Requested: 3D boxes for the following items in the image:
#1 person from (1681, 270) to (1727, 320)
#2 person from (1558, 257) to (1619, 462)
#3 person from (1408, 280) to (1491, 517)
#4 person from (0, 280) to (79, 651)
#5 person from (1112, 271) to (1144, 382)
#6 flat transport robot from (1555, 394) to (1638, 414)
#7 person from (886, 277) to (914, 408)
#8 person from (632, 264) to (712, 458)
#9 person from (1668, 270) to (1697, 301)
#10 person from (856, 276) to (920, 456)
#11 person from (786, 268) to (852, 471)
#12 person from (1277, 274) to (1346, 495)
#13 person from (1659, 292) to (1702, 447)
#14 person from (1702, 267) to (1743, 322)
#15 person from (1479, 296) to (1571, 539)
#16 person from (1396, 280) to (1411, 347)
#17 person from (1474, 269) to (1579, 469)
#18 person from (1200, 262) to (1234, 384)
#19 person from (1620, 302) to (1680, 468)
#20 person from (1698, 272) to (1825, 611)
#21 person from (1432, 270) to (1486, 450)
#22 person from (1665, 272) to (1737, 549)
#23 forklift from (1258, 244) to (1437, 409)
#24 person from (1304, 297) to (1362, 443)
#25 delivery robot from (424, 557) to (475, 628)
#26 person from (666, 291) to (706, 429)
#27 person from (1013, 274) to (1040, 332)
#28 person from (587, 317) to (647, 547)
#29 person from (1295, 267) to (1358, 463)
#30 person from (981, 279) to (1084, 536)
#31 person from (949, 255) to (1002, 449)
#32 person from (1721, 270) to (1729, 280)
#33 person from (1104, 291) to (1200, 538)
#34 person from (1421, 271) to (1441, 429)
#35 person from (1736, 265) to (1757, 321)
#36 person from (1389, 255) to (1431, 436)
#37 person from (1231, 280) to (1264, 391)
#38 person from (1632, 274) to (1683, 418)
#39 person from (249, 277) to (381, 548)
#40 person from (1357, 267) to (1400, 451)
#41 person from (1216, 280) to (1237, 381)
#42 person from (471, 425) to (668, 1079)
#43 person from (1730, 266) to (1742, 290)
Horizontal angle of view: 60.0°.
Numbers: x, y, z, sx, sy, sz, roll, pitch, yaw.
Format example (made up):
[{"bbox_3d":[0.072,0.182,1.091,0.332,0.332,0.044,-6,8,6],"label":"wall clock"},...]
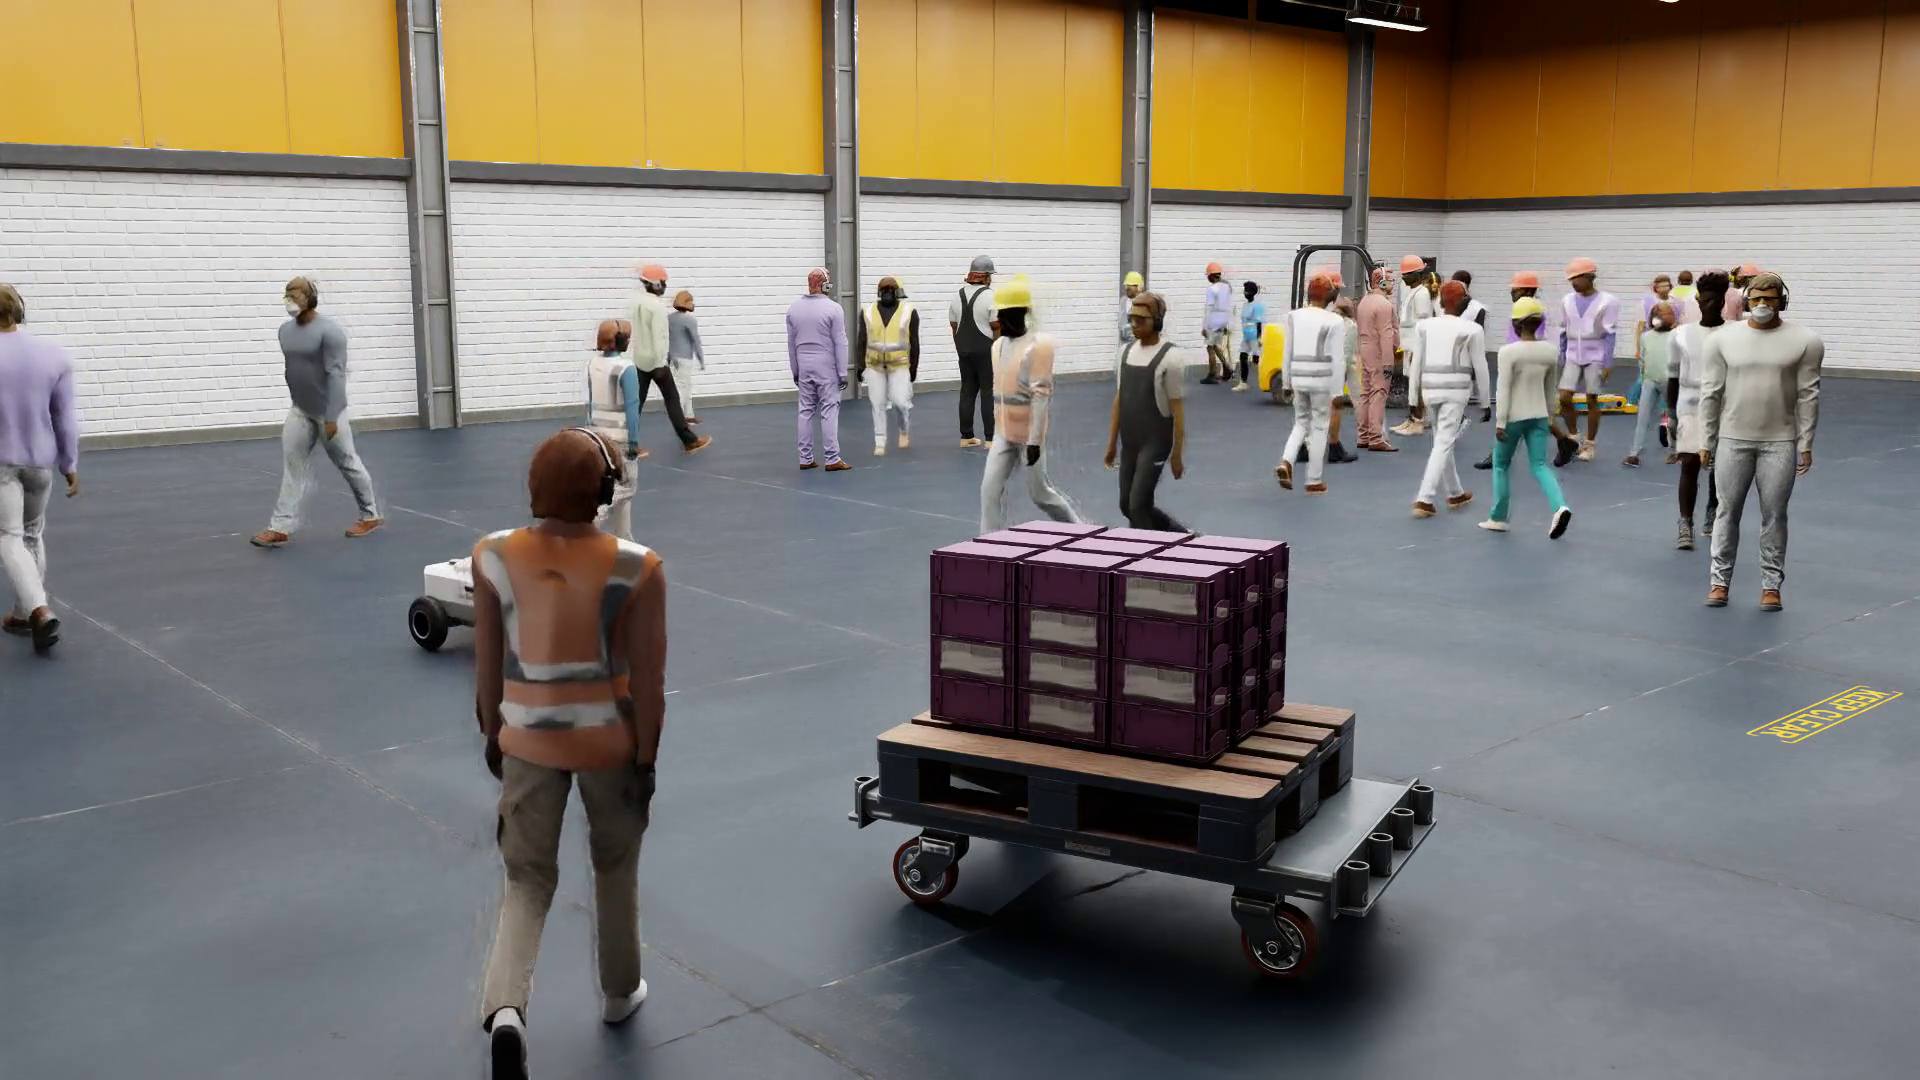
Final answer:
[{"bbox_3d":[8.984,-2.307,19.988,0.927,1.848,0.662,-2,10,-11],"label":"person"},{"bbox_3d":[6.113,-1.755,16.328,0.574,2.003,0.610,-9,13,-43],"label":"person"},{"bbox_3d":[3.832,-1.106,13.028,0.987,1.833,0.595,-9,13,-43],"label":"person"},{"bbox_3d":[-4.879,-0.385,8.601,0.925,1.911,0.638,9,13,42],"label":"person"},{"bbox_3d":[2.264,-2.636,22.018,0.515,1.814,0.625,-8,13,-41],"label":"person"},{"bbox_3d":[7.932,-1.758,21.406,1.431,0.197,0.652,-2,10,-11],"label":"flat transport robot"},{"bbox_3d":[-0.840,-2.616,22.130,0.484,1.743,0.298,-1,10,-3],"label":"person"},{"bbox_3d":[-3.032,-1.800,16.764,1.008,1.937,0.642,-8,12,-38],"label":"person"},{"bbox_3d":[11.264,-3.306,25.965,0.642,1.817,0.831,6,11,30],"label":"person"},{"bbox_3d":[-0.739,-1.765,16.923,0.636,1.827,0.431,1,10,7],"label":"person"},{"bbox_3d":[-1.312,-1.601,15.707,0.649,1.907,0.409,5,11,29],"label":"person"},{"bbox_3d":[2.957,-1.295,14.012,0.613,1.871,0.474,10,14,44],"label":"person"},{"bbox_3d":[7.695,-1.812,17.392,0.723,1.744,0.524,-7,12,-34],"label":"person"},{"bbox_3d":[9.783,-2.571,21.475,0.732,1.880,0.481,0,10,-2],"label":"person"},{"bbox_3d":[4.102,-0.879,11.974,0.533,1.738,0.791,-3,10,-18],"label":"person"},{"bbox_3d":[7.900,-3.913,29.118,0.401,1.949,0.605,-6,11,-30],"label":"person"},{"bbox_3d":[5.403,-1.604,15.739,0.920,1.912,0.547,-1,10,-7],"label":"person"},{"bbox_3d":[4.022,-3.400,26.166,0.449,1.924,0.576,9,13,42],"label":"person"},{"bbox_3d":[6.722,-1.485,15.973,0.876,1.582,0.503,-8,13,-39],"label":"person"},{"bbox_3d":[4.567,-0.561,9.546,0.627,1.935,0.361,5,11,25],"label":"person"},{"bbox_3d":[5.179,-1.869,17.347,0.567,1.880,0.679,-8,12,-39],"label":"person"},{"bbox_3d":[5.278,-0.920,11.722,0.601,1.920,1.026,5,11,26],"label":"person"},{"bbox_3d":[5.256,-2.933,22.661,2.313,2.155,1.214,3,10,16],"label":"forklift"},{"bbox_3d":[4.175,-1.831,17.966,0.885,1.594,0.529,-2,10,-11],"label":"person"},{"bbox_3d":[-2.425,0.250,8.548,0.707,0.478,0.477,7,12,37],"label":"delivery robot"},{"bbox_3d":[-3.183,-2.123,19.595,0.533,1.609,0.644,9,13,42],"label":"person"},{"bbox_3d":[0.791,-2.746,22.785,0.943,1.783,0.594,-7,12,-34],"label":"person"},{"bbox_3d":[-2.367,-0.669,11.107,0.593,1.621,0.513,-9,13,-44],"label":"person"},{"bbox_3d":[3.610,-1.701,16.280,0.754,1.907,0.551,-1,10,-7],"label":"person"},{"bbox_3d":[0.434,-0.708,10.574,0.918,1.891,0.588,-8,12,-38],"label":"person"},{"bbox_3d":[0.248,-1.979,17.526,0.682,2.000,0.537,8,13,40],"label":"person"},{"bbox_3d":[12.175,-3.403,26.604,0.928,1.802,0.629,-6,11,-32],"label":"person"},{"bbox_3d":[1.159,-0.565,9.880,0.768,1.822,0.508,-7,12,-34],"label":"person"},{"bbox_3d":[5.586,-2.206,19.437,0.503,1.849,0.503,0,10,0],"label":"person"},{"bbox_3d":[11.024,-2.923,23.471,0.570,1.887,0.995,0,10,0],"label":"person"},{"bbox_3d":[5.074,-2.179,18.718,0.385,2.035,0.605,1,10,5],"label":"person"},{"bbox_3d":[4.470,-3.046,24.875,0.691,1.677,0.536,-3,10,-15],"label":"person"},{"bbox_3d":[8.790,-2.451,20.989,0.591,1.805,0.886,0,10,-2],"label":"person"},{"bbox_3d":[-4.521,-0.897,11.681,0.651,1.880,1.037,5,11,26],"label":"person"},{"bbox_3d":[4.373,-1.879,17.330,0.409,1.907,0.651,-1,10,-8],"label":"person"},{"bbox_3d":[4.313,-3.408,27.087,0.507,1.631,0.276,-9,13,-42],"label":"person"},{"bbox_3d":[-0.977,0.526,4.113,0.510,1.610,0.717,0,10,1],"label":"person"},{"bbox_3d":[11.459,-3.102,24.602,0.524,1.871,0.325,-3,10,-19],"label":"person"}]
